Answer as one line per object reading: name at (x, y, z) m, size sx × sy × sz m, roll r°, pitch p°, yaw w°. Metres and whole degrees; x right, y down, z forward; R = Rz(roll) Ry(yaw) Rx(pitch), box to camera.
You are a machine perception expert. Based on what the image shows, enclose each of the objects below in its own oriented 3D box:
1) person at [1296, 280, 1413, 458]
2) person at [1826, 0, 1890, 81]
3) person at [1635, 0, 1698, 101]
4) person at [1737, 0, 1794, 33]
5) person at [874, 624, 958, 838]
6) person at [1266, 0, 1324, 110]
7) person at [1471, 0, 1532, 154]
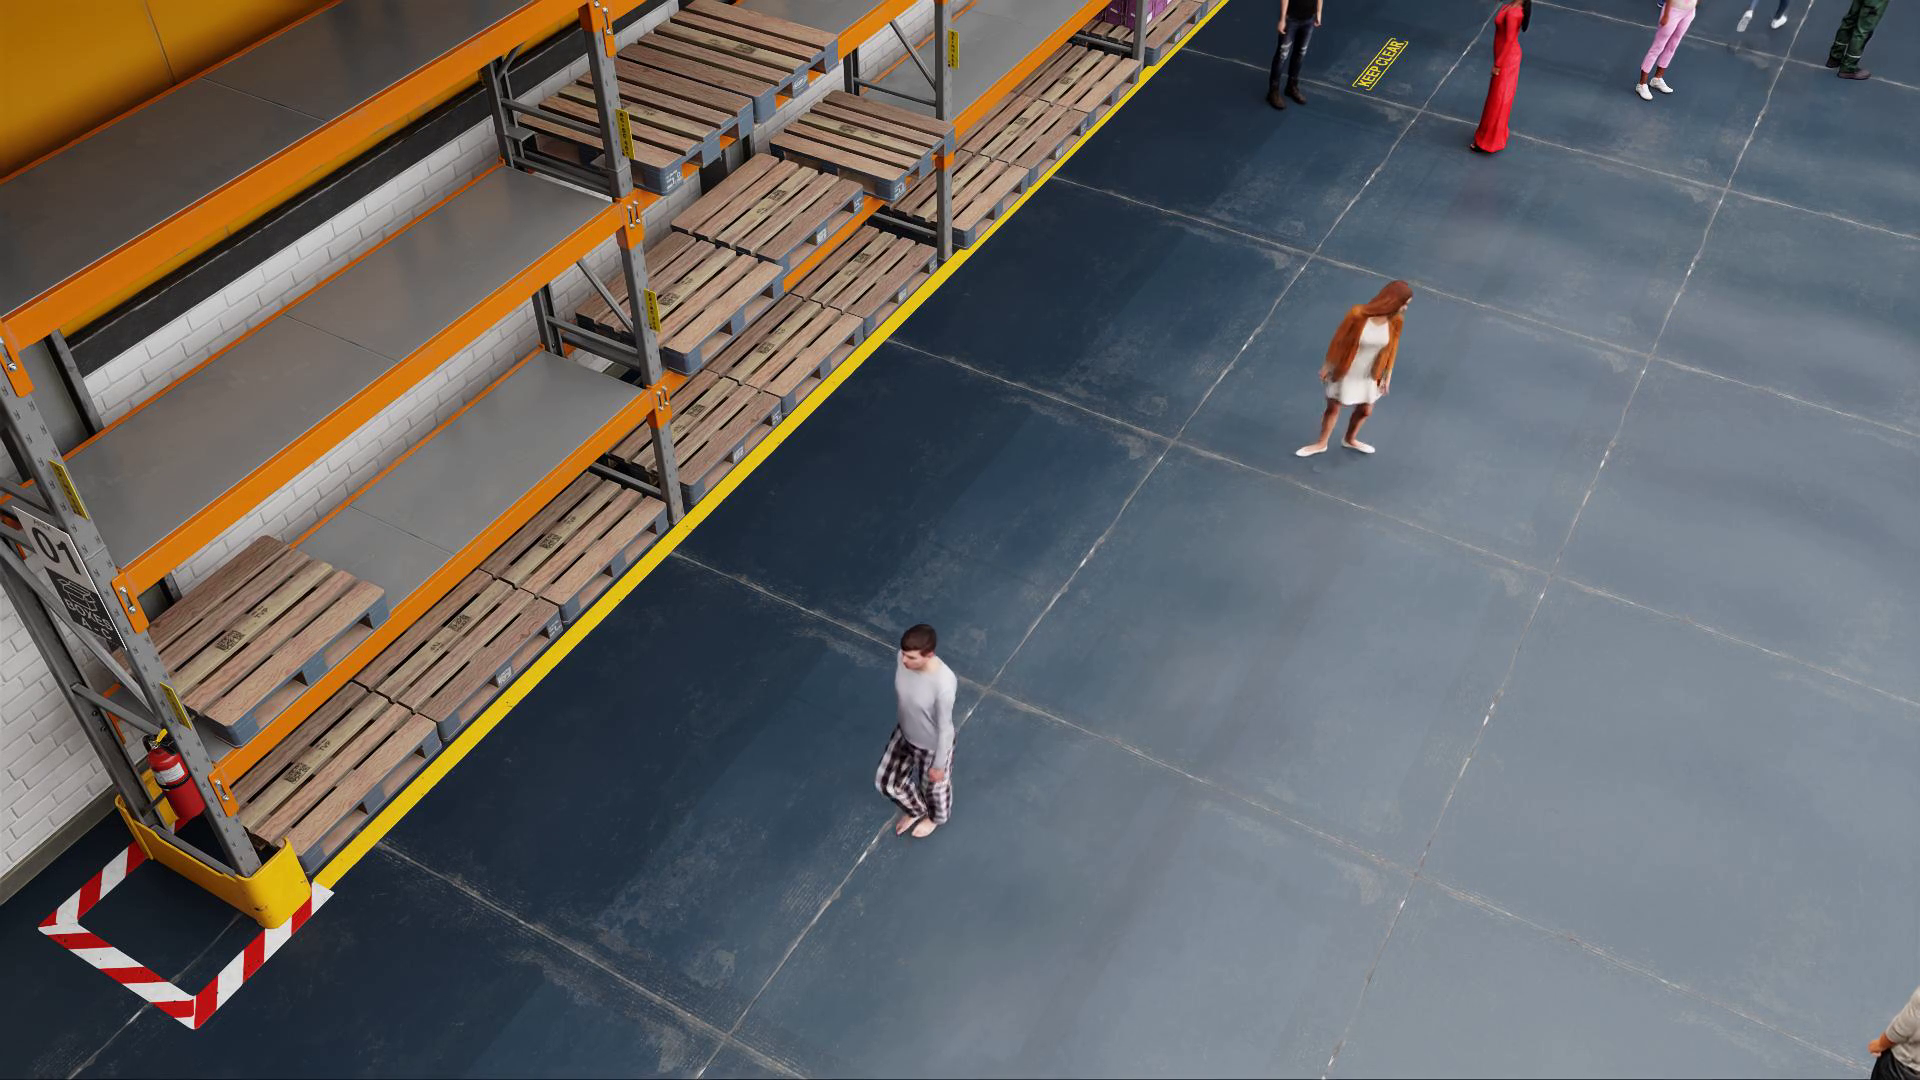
person at (2.896, -1.275, 12.436) m, size 0.849 × 1.671 × 0.814 m, roll 9°, pitch 44°, yaw 9°
person at (9.293, -5.645, 16.857) m, size 0.828 × 1.899 × 0.717 m, roll -2°, pitch 44°, yaw -2°
person at (7.154, -5.265, 16.571) m, size 0.615 × 1.743 × 0.721 m, roll -20°, pitch 47°, yaw -20°
person at (8.721, -6.088, 17.475) m, size 0.839 × 1.689 × 1.193 m, roll 33°, pitch 53°, yaw 30°
person at (-0.148, 1.099, 9.823) m, size 0.774 × 1.836 × 0.746 m, roll -33°, pitch 53°, yaw -30°
person at (3.317, -5.190, 16.382) m, size 0.709 × 1.894 × 0.797 m, roll -16°, pitch 46°, yaw -16°
person at (5.168, -4.524, 15.764) m, size 0.704 × 1.784 × 0.563 m, roll 17°, pitch 46°, yaw 17°
